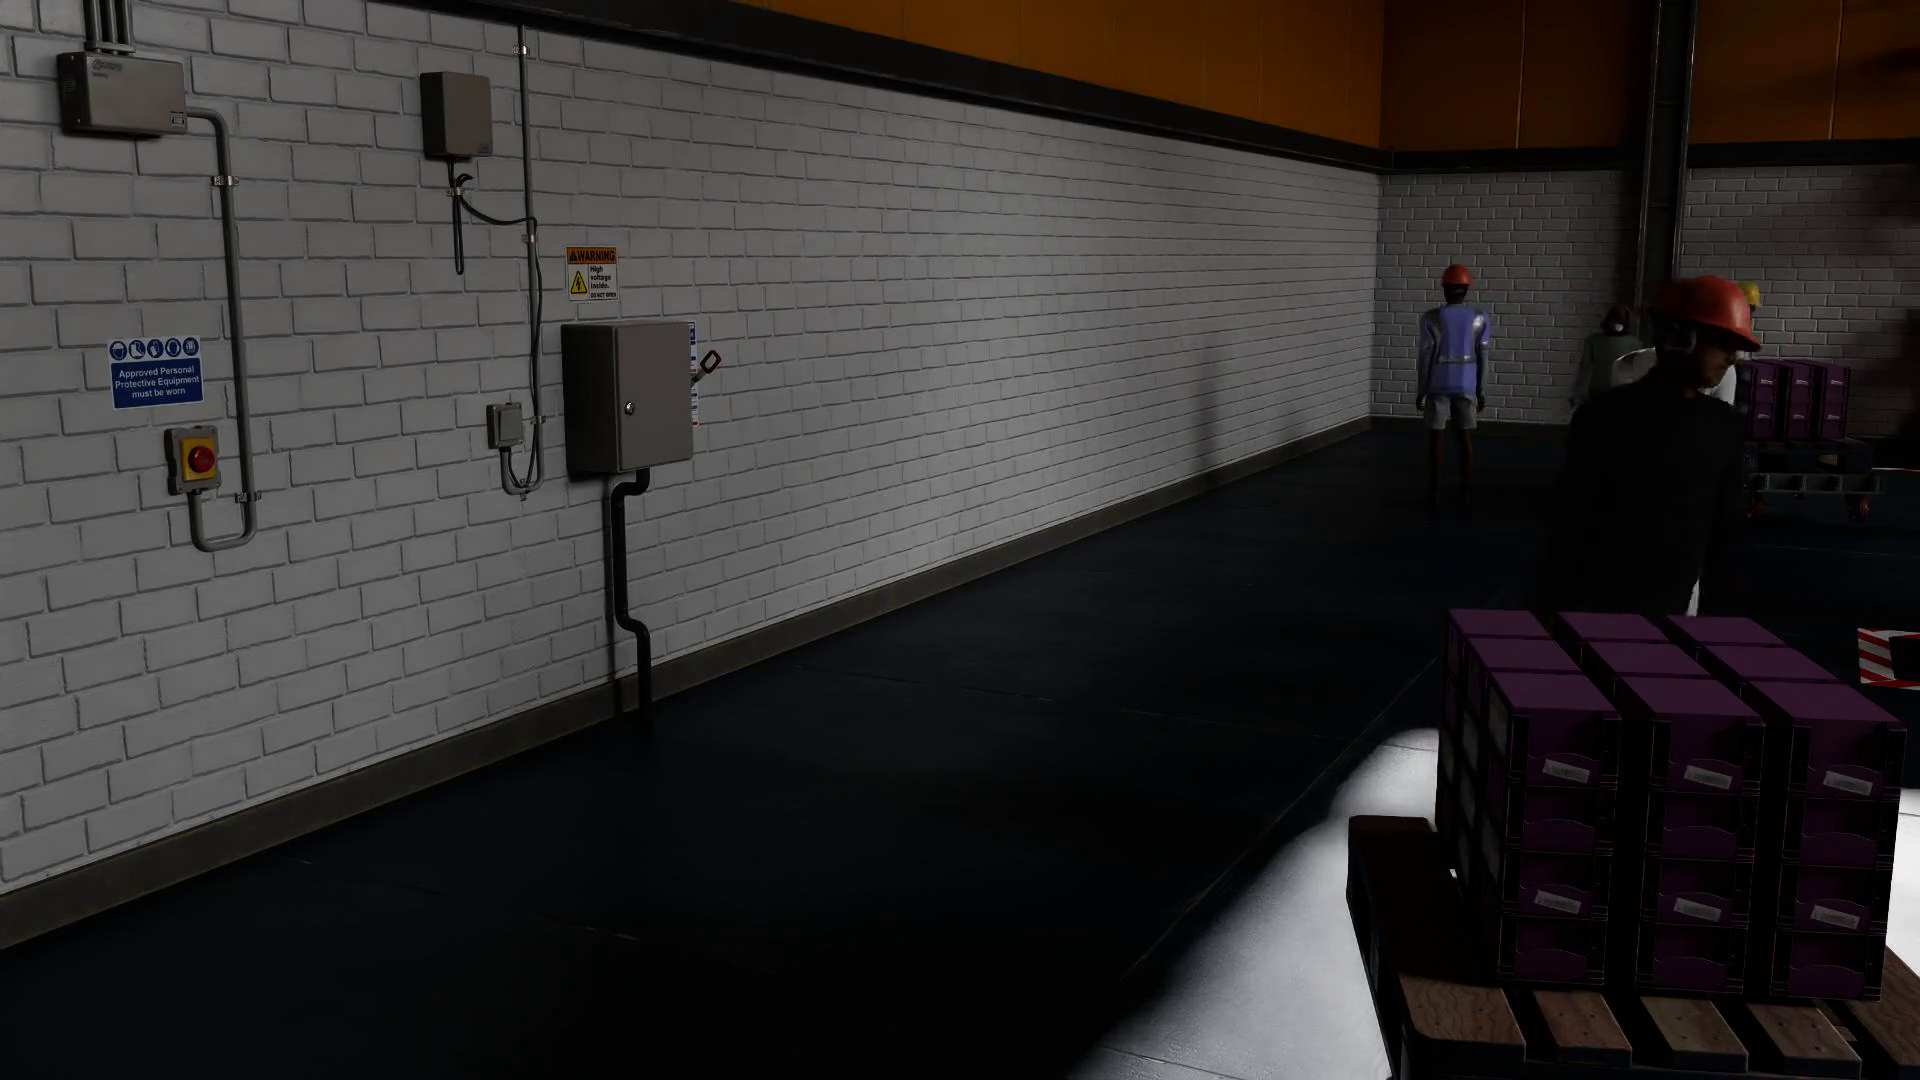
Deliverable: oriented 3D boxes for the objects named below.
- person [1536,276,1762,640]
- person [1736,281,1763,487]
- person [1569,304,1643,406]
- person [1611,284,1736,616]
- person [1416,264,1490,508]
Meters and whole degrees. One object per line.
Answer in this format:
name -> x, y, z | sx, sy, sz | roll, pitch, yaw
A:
person -> 2.020, 0.202, 4.956 | 0.651, 1.954, 0.537 | -5, 11, -26
person -> 6.438, -1.311, 14.187 | 0.703, 1.794, 0.621 | 2, 10, 13
person -> 5.700, -1.281, 14.620 | 0.518, 1.580, 0.870 | 9, 13, 42
person -> 3.289, -0.241, 7.752 | 0.347, 1.879, 0.580 | -9, 13, -43
person -> 3.896, -1.214, 13.209 | 0.551, 1.932, 0.378 | 1, 10, 5
